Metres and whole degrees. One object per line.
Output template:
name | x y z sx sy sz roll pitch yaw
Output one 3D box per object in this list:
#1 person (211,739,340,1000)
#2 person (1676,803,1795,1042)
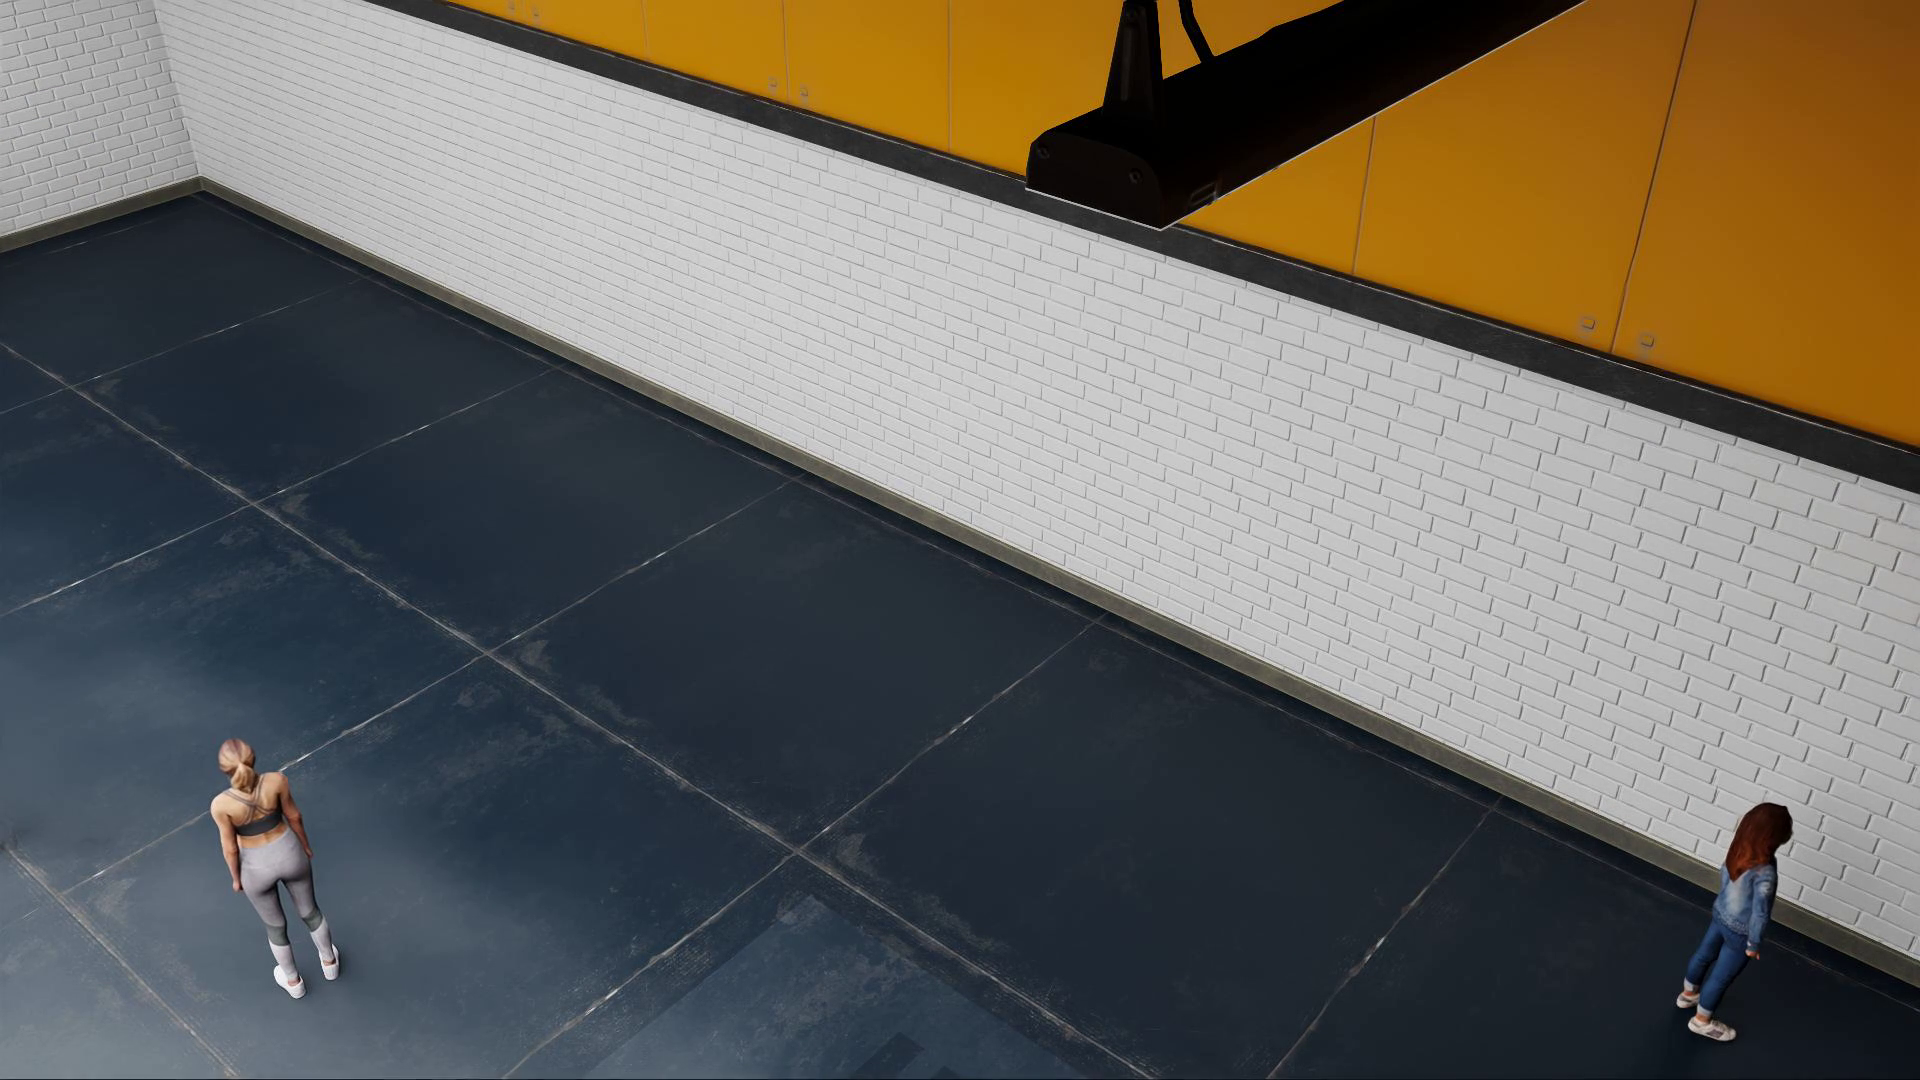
person | -3.544 1.682 8.587 0.557 1.701 0.675 -23 40 -30
person | 3.937 1.914 8.442 0.702 1.476 0.618 1 34 1
